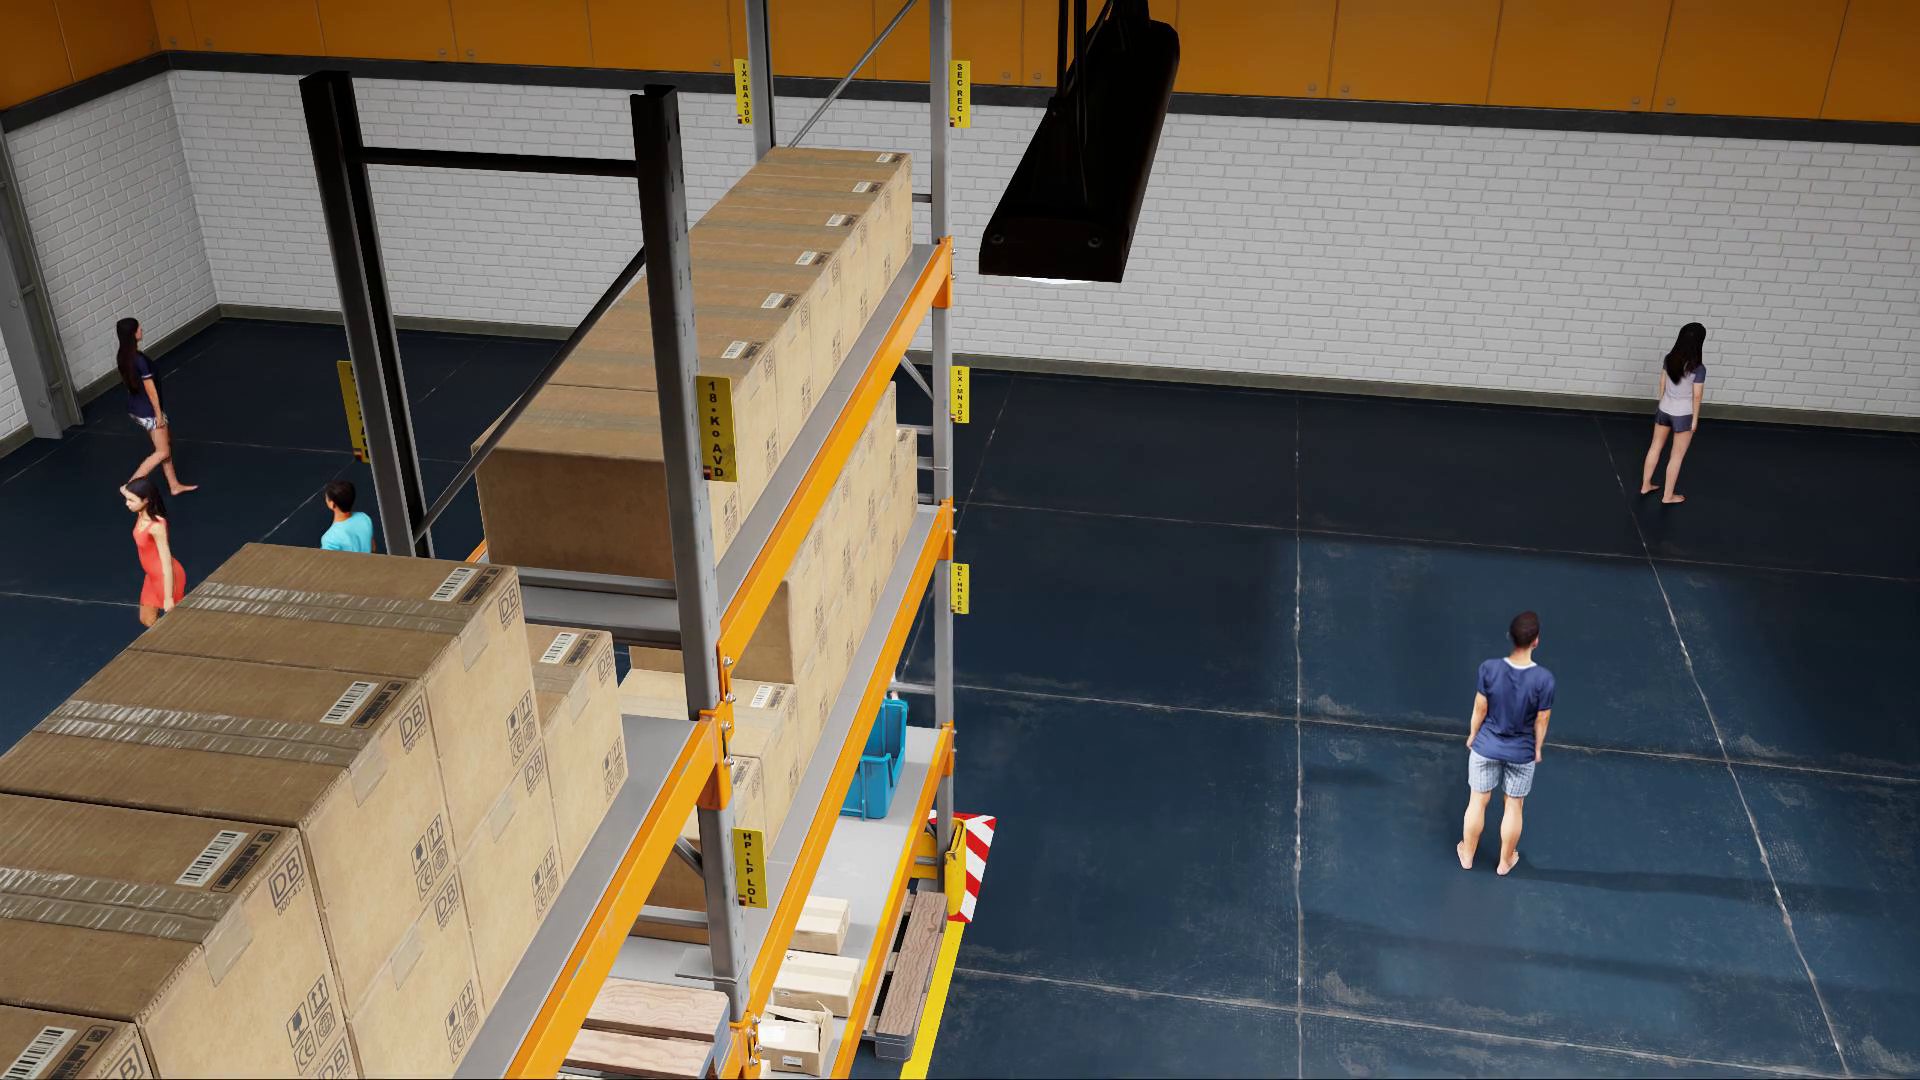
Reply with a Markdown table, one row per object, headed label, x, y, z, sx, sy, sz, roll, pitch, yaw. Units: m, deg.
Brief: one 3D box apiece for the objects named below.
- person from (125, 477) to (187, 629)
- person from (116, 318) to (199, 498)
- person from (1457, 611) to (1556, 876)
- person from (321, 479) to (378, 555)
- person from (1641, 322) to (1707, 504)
| label | x | y | z | sx | sy | sz | roll | pitch | yaw |
| --- | --- | --- | --- | --- | --- | --- | --- | --- | --- |
| person | -5.829 | 0.277 | 12.385 | 0.791 | 1.705 | 0.744 | -25 | 37 | -37 |
| person | -7.344 | -1.112 | 14.883 | 0.855 | 1.751 | 1.027 | 21 | 35 | 33 |
| person | 3.406 | 1.290 | 10.385 | 0.662 | 1.842 | 0.617 | 10 | 30 | 18 |
| person | -4.381 | 0.359 | 12.159 | 0.722 | 1.777 | 0.535 | 11 | 31 | 20 |
| person | 6.472 | -1.163 | 15.022 | 0.738 | 1.706 | 0.657 | -15 | 32 | -25 |
